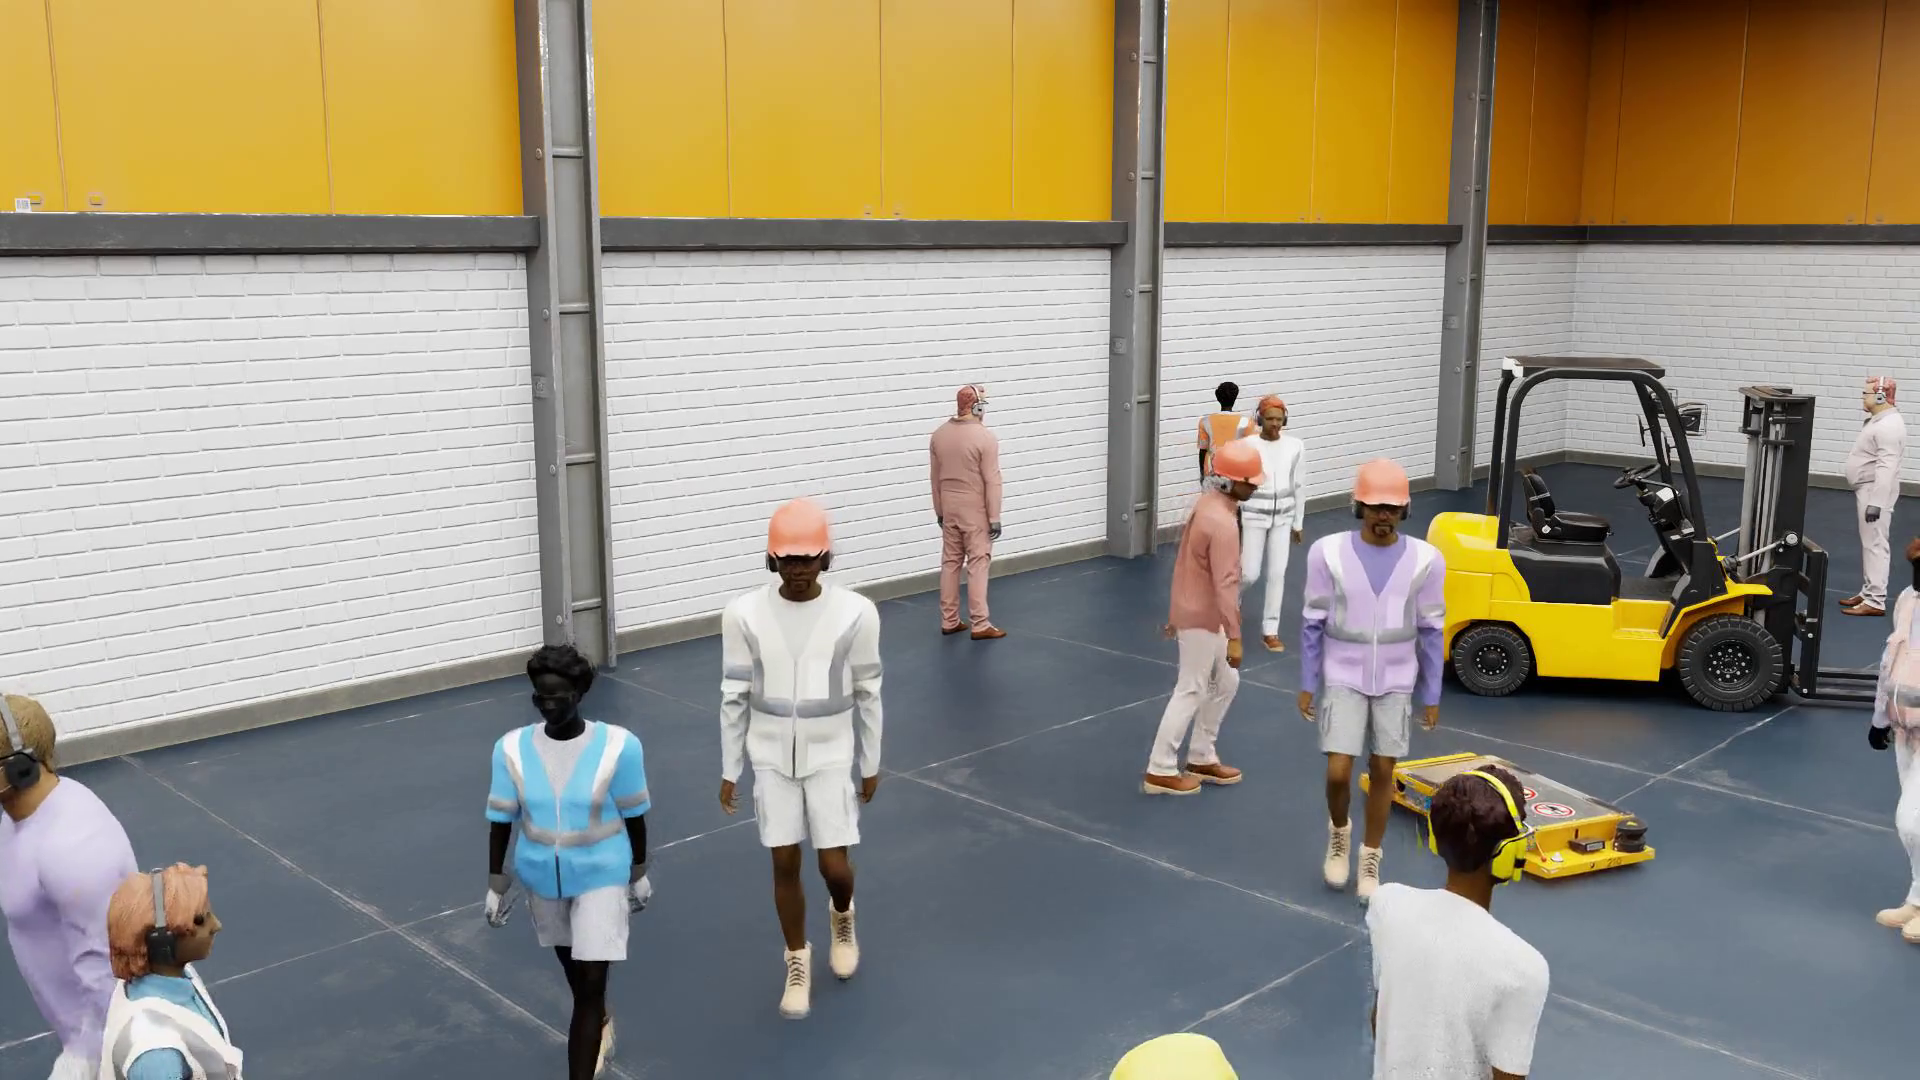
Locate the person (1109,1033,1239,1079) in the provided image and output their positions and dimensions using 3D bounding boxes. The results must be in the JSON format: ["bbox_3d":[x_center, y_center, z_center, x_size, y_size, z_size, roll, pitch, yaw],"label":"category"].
[{"bbox_3d":[0.270,1.643,2.749,0.558,1.753,0.538,0,10,1],"label":"person"}]

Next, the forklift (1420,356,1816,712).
[{"bbox_3d":[4.276,-0.101,11.076,2.313,2.155,1.214,2,11,13],"label":"forklift"}]

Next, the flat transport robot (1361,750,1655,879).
[{"bbox_3d":[2.737,1.346,8.436,0.652,0.197,1.431,-4,11,-22],"label":"flat transport robot"}]

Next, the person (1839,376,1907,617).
[{"bbox_3d":[7.240,-0.349,13.213,0.401,1.907,0.646,5,12,26],"label":"person"}]

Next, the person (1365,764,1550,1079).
[{"bbox_3d":[1.186,1.403,3.871,0.903,1.830,0.547,-8,13,-37],"label":"person"}]

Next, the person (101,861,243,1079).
[{"bbox_3d":[-1.828,1.517,3.795,0.614,1.623,0.522,-5,12,-27],"label":"person"}]

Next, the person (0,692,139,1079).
[{"bbox_3d":[-2.303,1.305,4.264,0.785,1.896,0.654,-7,13,-35],"label":"person"}]

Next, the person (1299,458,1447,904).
[{"bbox_3d":[1.849,0.642,7.462,0.631,2.032,0.420,1,10,7],"label":"person"}]

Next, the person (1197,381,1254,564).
[{"bbox_3d":[2.420,-0.601,15.190,0.530,1.689,0.321,4,11,21],"label":"person"}]

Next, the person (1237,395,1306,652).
[{"bbox_3d":[2.220,-0.144,12.226,0.577,1.869,0.656,-2,11,-10],"label":"person"}]

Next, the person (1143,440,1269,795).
[{"bbox_3d":[1.299,0.427,8.856,0.670,1.944,0.638,1,10,4],"label":"person"}]

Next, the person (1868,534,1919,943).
[{"bbox_3d":[4.127,0.838,7.010,0.480,1.810,0.738,-1,10,-3],"label":"person"}]

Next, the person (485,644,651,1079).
[{"bbox_3d":[-1.343,1.167,5.630,0.544,1.642,0.877,1,10,6],"label":"person"}]

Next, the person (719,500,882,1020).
[{"bbox_3d":[-0.614,0.839,6.428,0.621,2.027,0.479,1,10,3],"label":"person"}]

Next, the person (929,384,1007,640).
[{"bbox_3d":[0.079,-0.210,12.458,0.644,1.907,0.399,10,14,42],"label":"person"}]
